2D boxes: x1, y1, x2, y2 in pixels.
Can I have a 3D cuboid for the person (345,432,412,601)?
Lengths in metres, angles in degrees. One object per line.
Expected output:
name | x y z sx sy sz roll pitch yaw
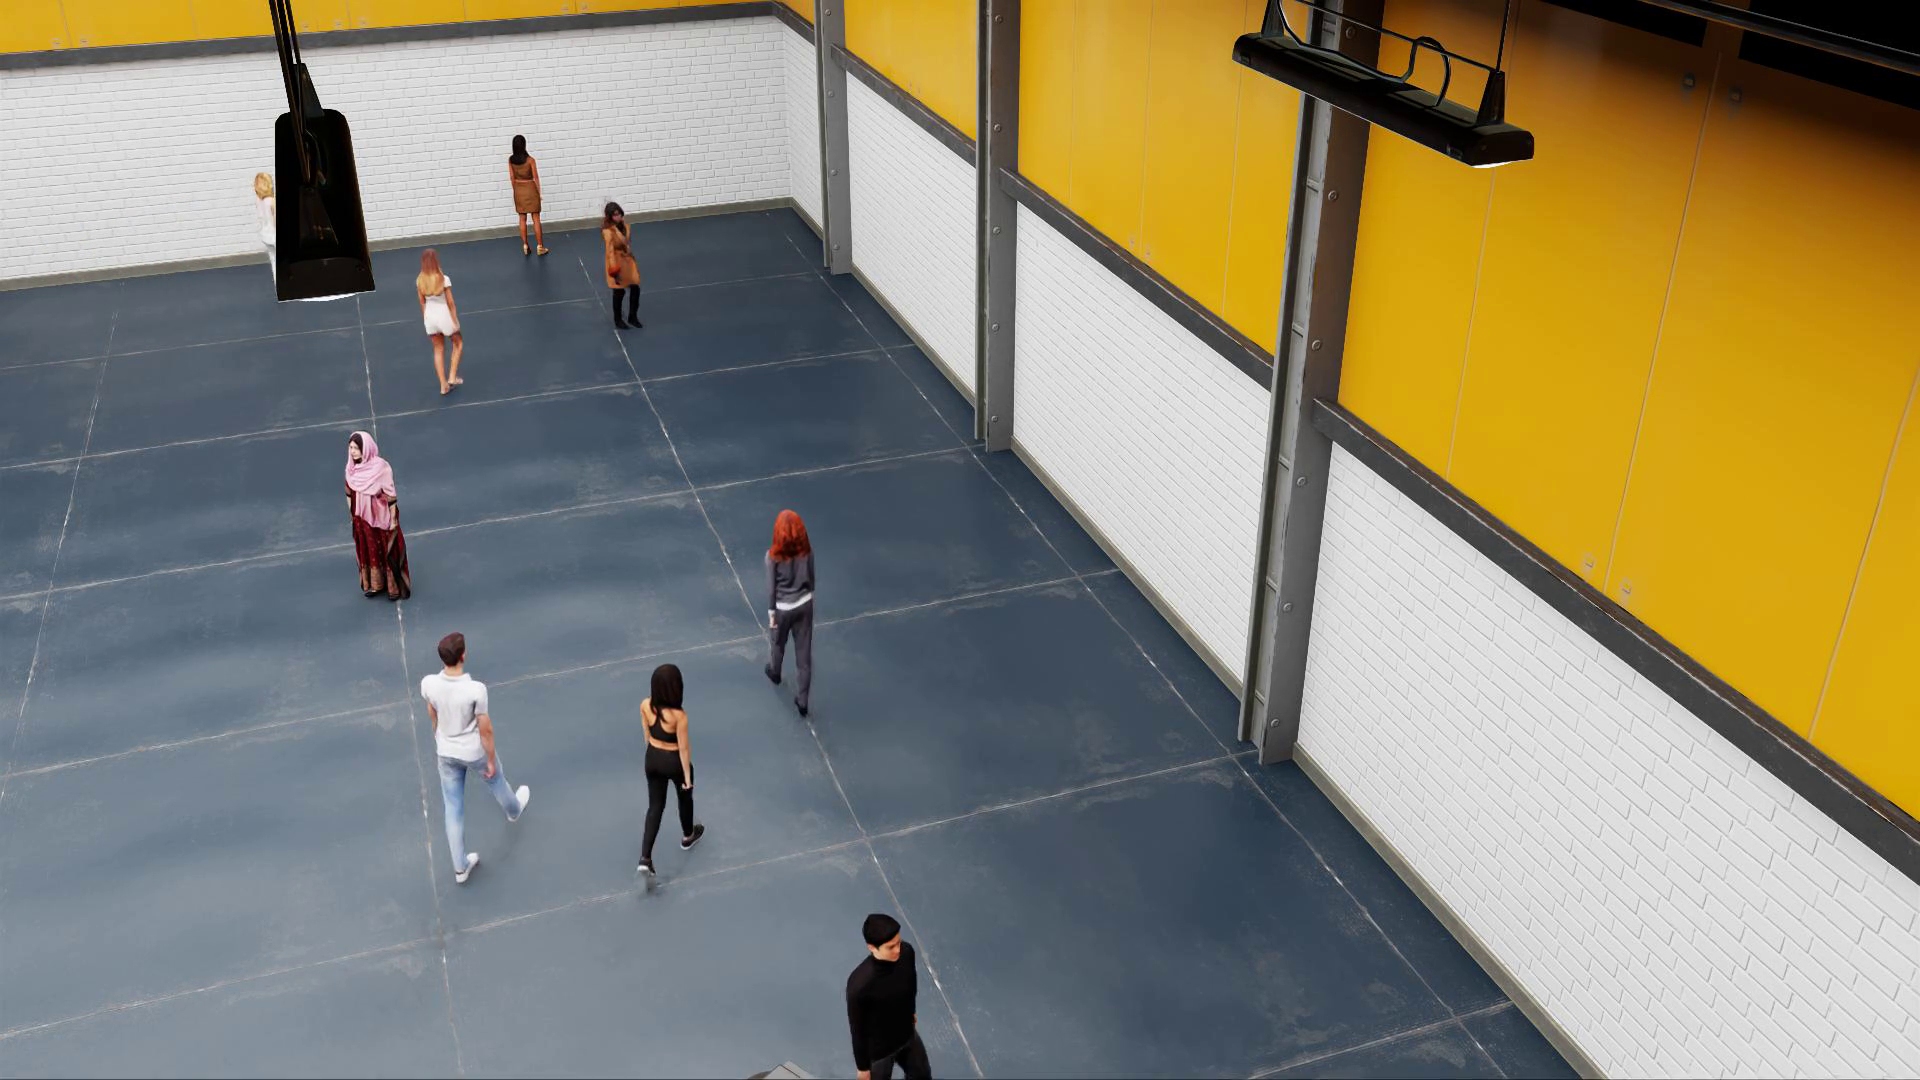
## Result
person | -5.227 -0.226 14.851 0.761 1.639 0.789 7 29 13

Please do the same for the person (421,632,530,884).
person | -3.451 1.537 11.450 0.983 1.801 1.248 3 29 5

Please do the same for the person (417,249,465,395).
person | -5.940 -2.452 18.887 0.715 1.683 0.753 3 29 5

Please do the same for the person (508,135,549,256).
person | -6.054 -4.813 23.208 0.640 1.690 0.661 5 29 10

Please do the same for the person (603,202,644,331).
person | -4.228 -3.370 20.566 0.945 1.686 0.896 12 31 20

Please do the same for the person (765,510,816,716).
person | -1.302 0.614 13.205 0.648 1.741 0.985 -12 31 -21

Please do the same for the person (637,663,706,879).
person | -2.070 1.609 11.507 0.940 1.620 1.078 9 30 15

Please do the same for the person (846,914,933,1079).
person | -0.450 2.733 9.347 0.757 1.716 0.727 -25 37 -38
